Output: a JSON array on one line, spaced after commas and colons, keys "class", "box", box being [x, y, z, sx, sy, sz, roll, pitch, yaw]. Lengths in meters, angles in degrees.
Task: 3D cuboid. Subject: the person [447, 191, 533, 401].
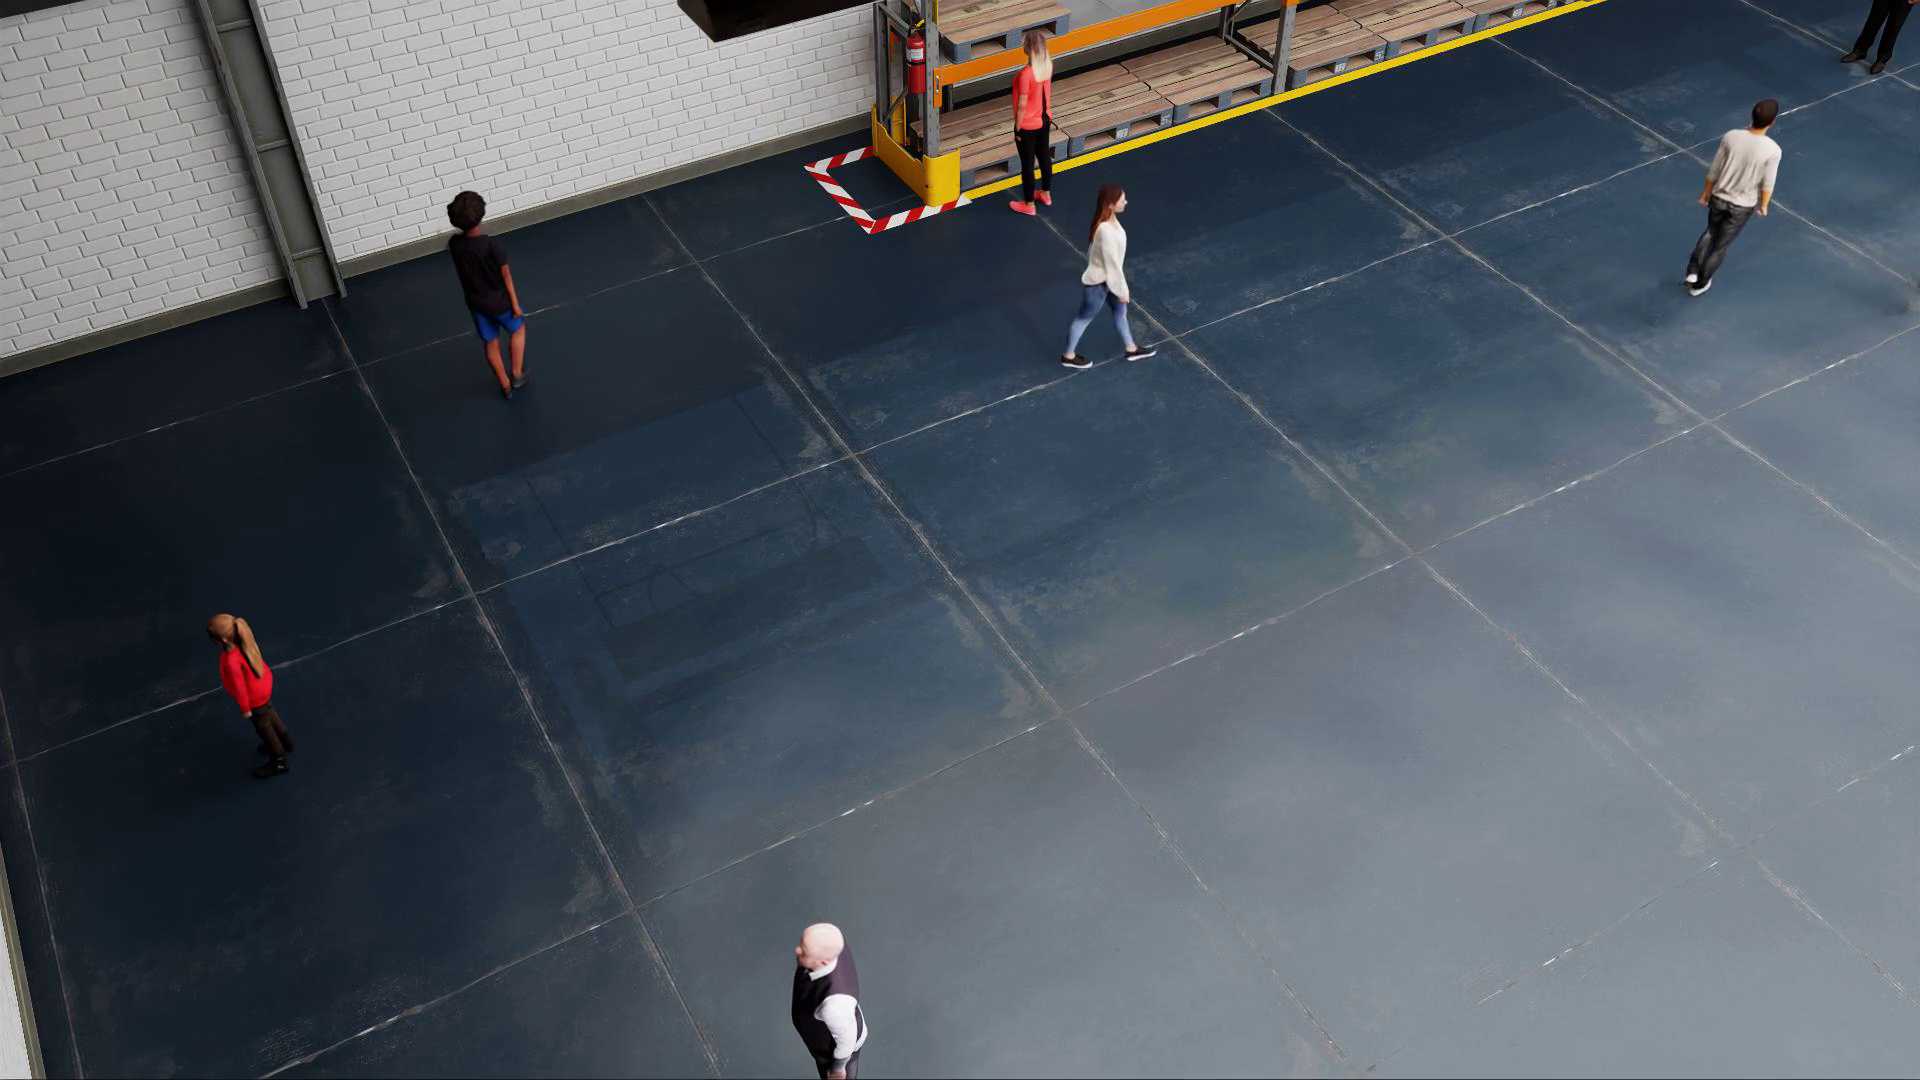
[{"class": "person", "box": [-3.603, -1.787, 12.654, 0.732, 1.780, 0.813, 5, 44, 5]}]

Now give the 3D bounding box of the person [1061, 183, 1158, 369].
[{"class": "person", "box": [1.012, -2.014, 12.980, 1.094, 1.658, 0.989, 6, 44, 7]}]

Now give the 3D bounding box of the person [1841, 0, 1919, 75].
[{"class": "person", "box": [9.427, -5.632, 16.589, 0.636, 1.918, 0.727, -29, 51, -27]}]

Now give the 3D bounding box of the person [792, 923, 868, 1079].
[{"class": "person", "box": [-0.632, 2.434, 8.192, 0.677, 1.824, 0.741, -12, 45, -12]}]

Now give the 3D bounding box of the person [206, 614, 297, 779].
[{"class": "person", "box": [-4.321, 0.928, 10.165, 0.576, 1.282, 0.550, -9, 44, -9]}]

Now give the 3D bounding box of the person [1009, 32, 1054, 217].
[{"class": "person", "box": [0.664, -3.692, 14.716, 0.715, 1.693, 0.589, 29, 51, 27]}]

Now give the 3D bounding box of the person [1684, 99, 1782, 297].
[{"class": "person", "box": [6.306, -2.753, 13.653, 0.733, 1.800, 0.742, 34, 53, 31]}]
